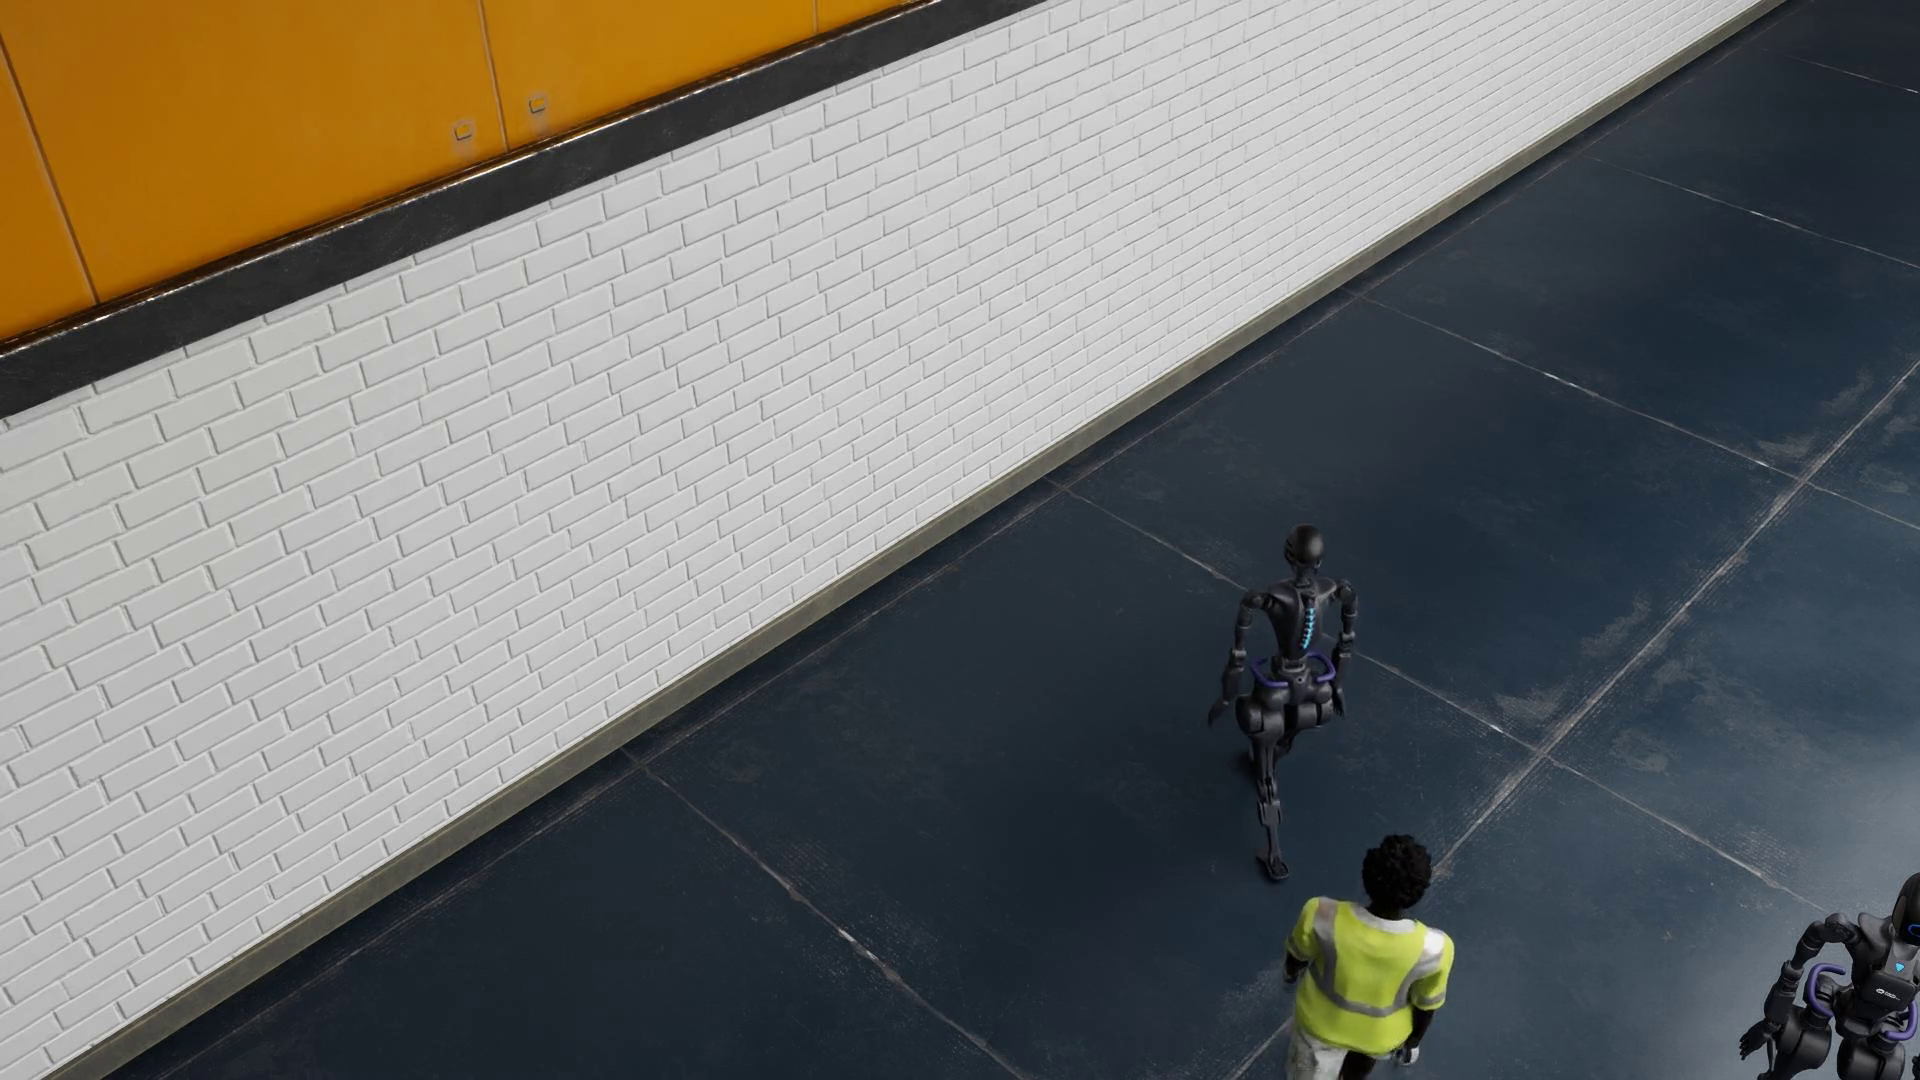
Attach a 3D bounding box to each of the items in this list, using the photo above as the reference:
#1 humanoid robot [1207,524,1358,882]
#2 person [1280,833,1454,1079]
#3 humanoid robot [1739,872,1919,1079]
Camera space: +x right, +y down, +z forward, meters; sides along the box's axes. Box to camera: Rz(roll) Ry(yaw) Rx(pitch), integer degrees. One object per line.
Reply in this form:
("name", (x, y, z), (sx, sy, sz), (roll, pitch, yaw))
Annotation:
("humanoid robot", (1.366, 0.636, 7.040), (0.608, 1.623, 0.785), (-8, 39, -10))
("person", (1.368, 1.628, 5.773), (0.536, 1.649, 0.867), (8, 39, 10))
("humanoid robot", (3.020, 1.701, 5.654), (0.599, 1.657, 0.315), (17, 42, 20))
